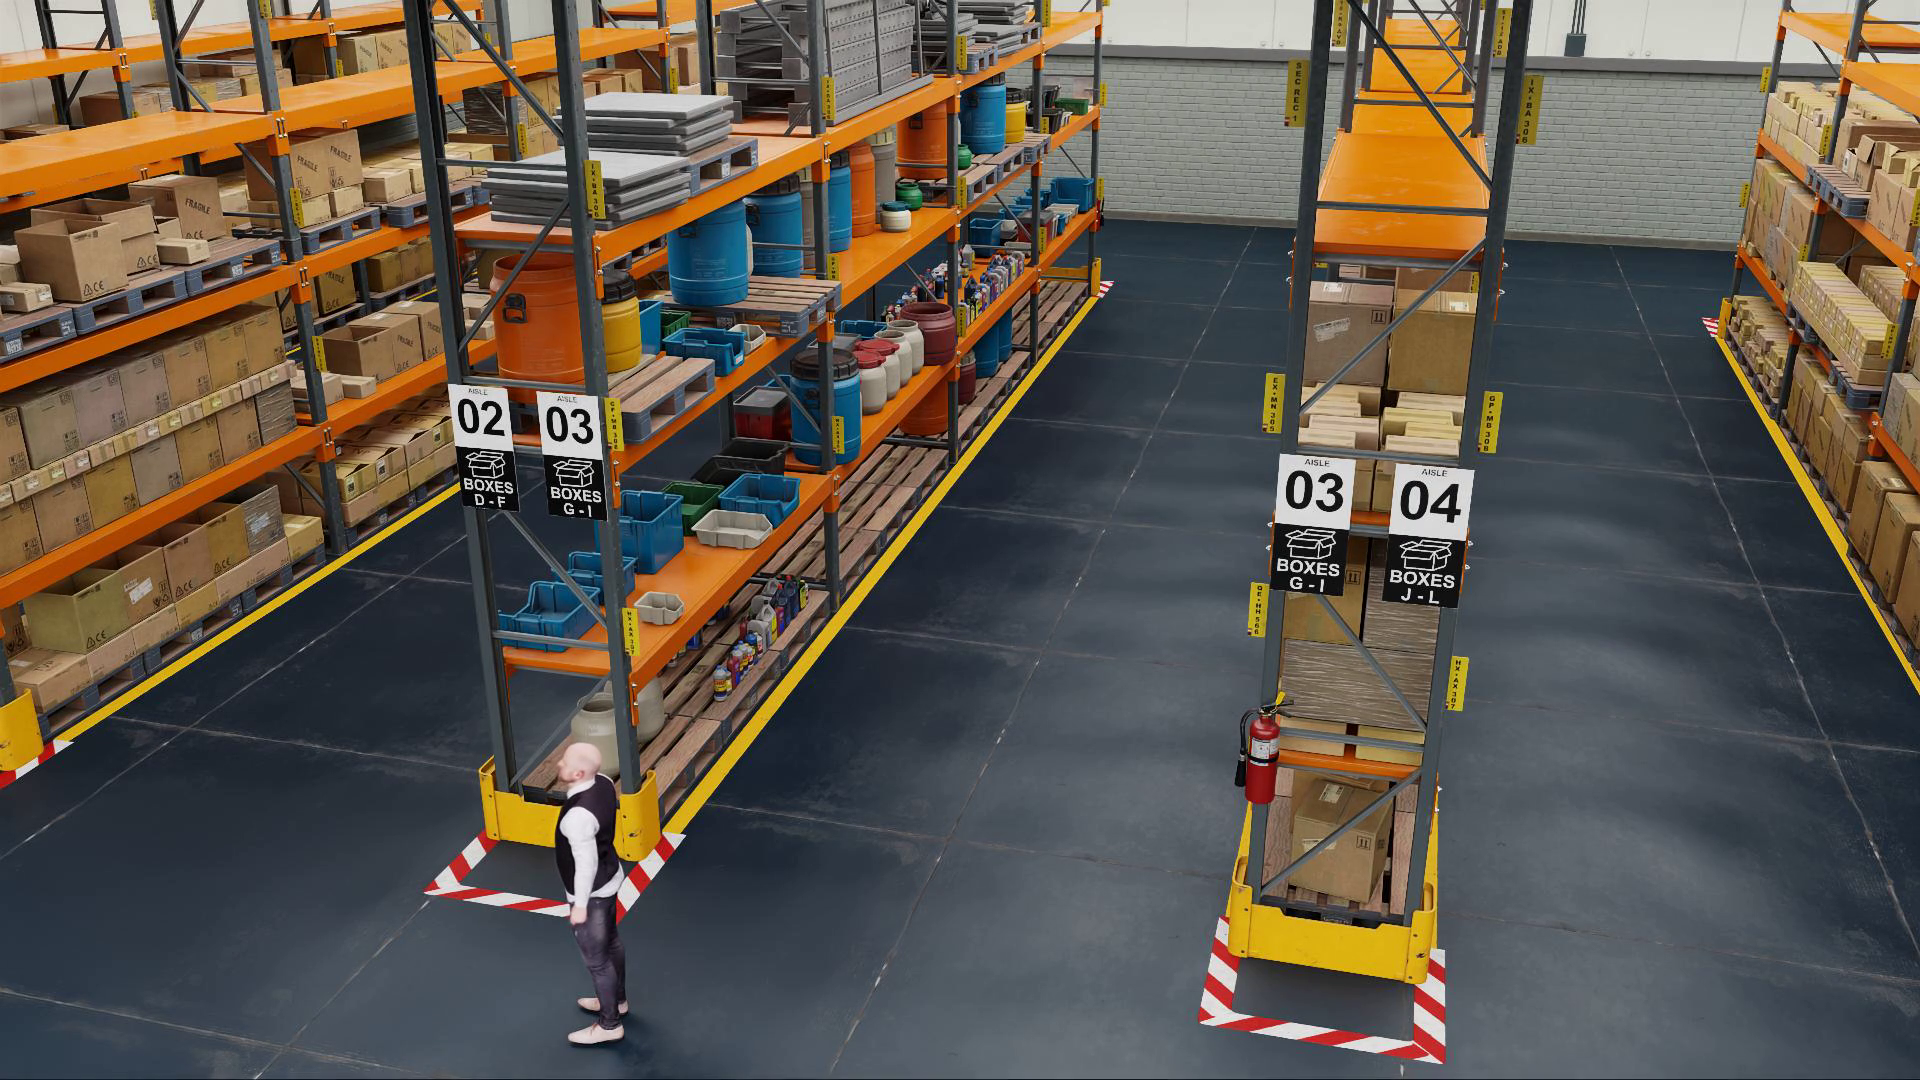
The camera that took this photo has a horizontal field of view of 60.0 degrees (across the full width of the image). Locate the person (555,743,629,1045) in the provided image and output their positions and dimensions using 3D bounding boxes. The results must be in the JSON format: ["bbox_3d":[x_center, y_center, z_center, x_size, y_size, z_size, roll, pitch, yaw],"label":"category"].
[{"bbox_3d":[-2.004,1.906,9.067,0.808,1.822,0.631,0,22,0],"label":"person"}]
